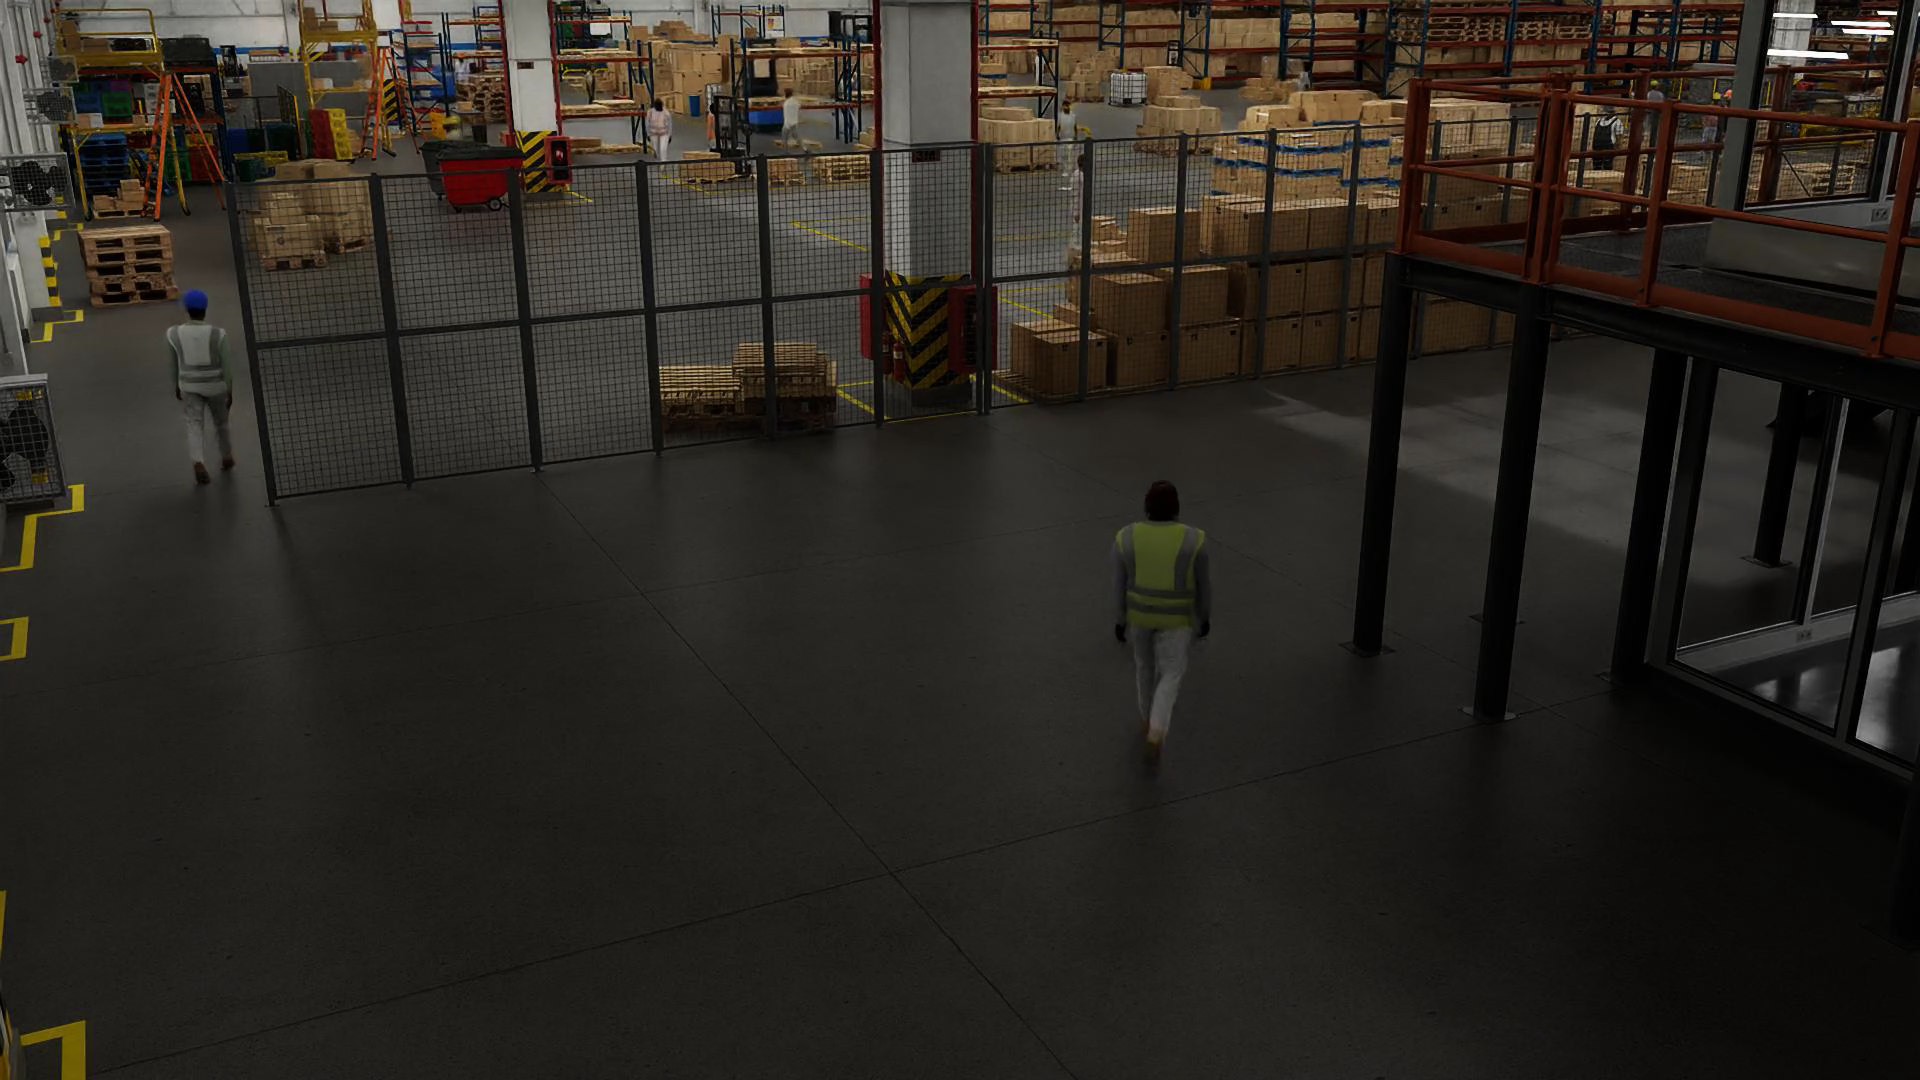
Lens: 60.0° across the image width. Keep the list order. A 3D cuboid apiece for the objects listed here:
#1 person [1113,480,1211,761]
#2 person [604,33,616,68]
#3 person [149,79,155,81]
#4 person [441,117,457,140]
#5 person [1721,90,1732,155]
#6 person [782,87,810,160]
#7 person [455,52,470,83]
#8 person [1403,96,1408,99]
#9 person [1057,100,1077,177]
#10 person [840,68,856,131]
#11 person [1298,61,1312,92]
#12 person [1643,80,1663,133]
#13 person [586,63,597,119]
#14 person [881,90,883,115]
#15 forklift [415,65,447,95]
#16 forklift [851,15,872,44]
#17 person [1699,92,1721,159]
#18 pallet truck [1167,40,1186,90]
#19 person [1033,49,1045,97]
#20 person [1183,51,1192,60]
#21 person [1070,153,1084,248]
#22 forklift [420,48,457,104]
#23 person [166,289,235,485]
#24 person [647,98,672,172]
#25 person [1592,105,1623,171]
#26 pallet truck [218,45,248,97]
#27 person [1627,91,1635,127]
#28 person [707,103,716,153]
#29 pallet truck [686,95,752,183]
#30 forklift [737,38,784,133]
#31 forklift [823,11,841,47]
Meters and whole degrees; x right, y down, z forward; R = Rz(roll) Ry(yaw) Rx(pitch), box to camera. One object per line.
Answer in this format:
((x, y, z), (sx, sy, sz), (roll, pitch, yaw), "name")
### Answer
((1.282, 0.516, 10.790), (0.628, 1.815, 0.818), (8, 20, 21), "person")
((-16.705, -23.235, 79.469), (0.366, 1.934, 0.630), (16, 24, 38), "person")
((-24.923, -13.439, 51.517), (0.515, 1.634, 0.313), (11, 22, 29), "person")
((-11.527, -8.647, 37.505), (0.873, 1.698, 0.507), (-13, 23, -33), "person")
((19.358, -10.349, 42.006), (0.381, 1.995, 0.611), (11, 22, 30), "person")
((-4.418, -11.007, 44.047), (0.852, 1.911, 0.629), (14, 24, 35), "person")
((-18.502, -17.200, 61.974), (0.560, 1.920, 0.566), (2, 19, 7), "person")
((12.257, -11.422, 45.229), (0.574, 1.914, 0.651), (6, 20, 16), "person")
((2.644, -9.899, 40.937), (0.522, 1.842, 0.742), (8, 21, 22), "person")
((-3.499, -13.774, 52.049), (0.590, 1.920, 0.398), (14, 23, 35), "person")
((11.611, -14.975, 55.496), (0.858, 1.930, 0.646), (1, 19, 3), "person")
((19.947, -12.356, 48.102), (0.611, 1.815, 0.439), (2, 19, 5), "person")
((-12.489, -15.230, 56.382), (0.346, 1.845, 0.505), (-1, 19, -4), "person")
((-2.032, -12.421, 48.143), (0.601, 1.926, 0.387), (4, 19, 11), "person")
((-21.723, -19.368, 66.814), (1.129, 2.768, 1.873), (14, 23, 35), "forklift")
((-4.476, -22.551, 76.041), (1.129, 2.768, 1.873), (-10, 21, -26), "forklift")
((19.975, -10.973, 44.159), (0.524, 1.770, 0.315), (2, 19, 7), "person")
((9.045, -19.971, 69.895), (0.823, 1.965, 1.885), (-3, 19, -8), "pallet truck")
((3.135, -18.455, 65.703), (0.539, 1.868, 0.327), (11, 22, 29), "person")
((10.232, -21.555, 75.050), (0.372, 1.620, 0.533), (-11, 22, -28), "person")
((2.075, -5.600, 28.326), (0.371, 1.940, 0.630), (8, 20, 21), "person")
((-19.865, -17.737, 62.086), (1.873, 2.768, 1.129), (-7, 20, -20), "forklift")
((-7.548, -1.527, 16.561), (0.602, 1.919, 0.928), (-5, 20, -13), "person")
((-7.522, -10.169, 41.735), (0.649, 1.827, 0.554), (1, 19, 2), "person")
((14.548, -8.858, 37.615), (0.536, 2.000, 0.688), (-12, 22, -31), "person")
((-28.879, -18.665, 66.111), (0.823, 1.965, 1.885), (-3, 19, -9), "pallet truck")
((20.323, -12.927, 49.941), (0.564, 1.680, 0.375), (1, 19, 4), "person")
((-6.183, -10.116, 41.797), (0.322, 1.690, 0.533), (-10, 21, -27), "person")
((-5.836, -9.608, 39.856), (0.823, 1.965, 1.885), (10, 22, 27), "pallet truck")
((-6.146, -14.119, 51.598), (1.129, 2.768, 1.873), (-9, 21, -25), "forklift")
((-6.255, -24.957, 83.015), (1.873, 2.768, 1.129), (-9, 21, -25), "forklift")
